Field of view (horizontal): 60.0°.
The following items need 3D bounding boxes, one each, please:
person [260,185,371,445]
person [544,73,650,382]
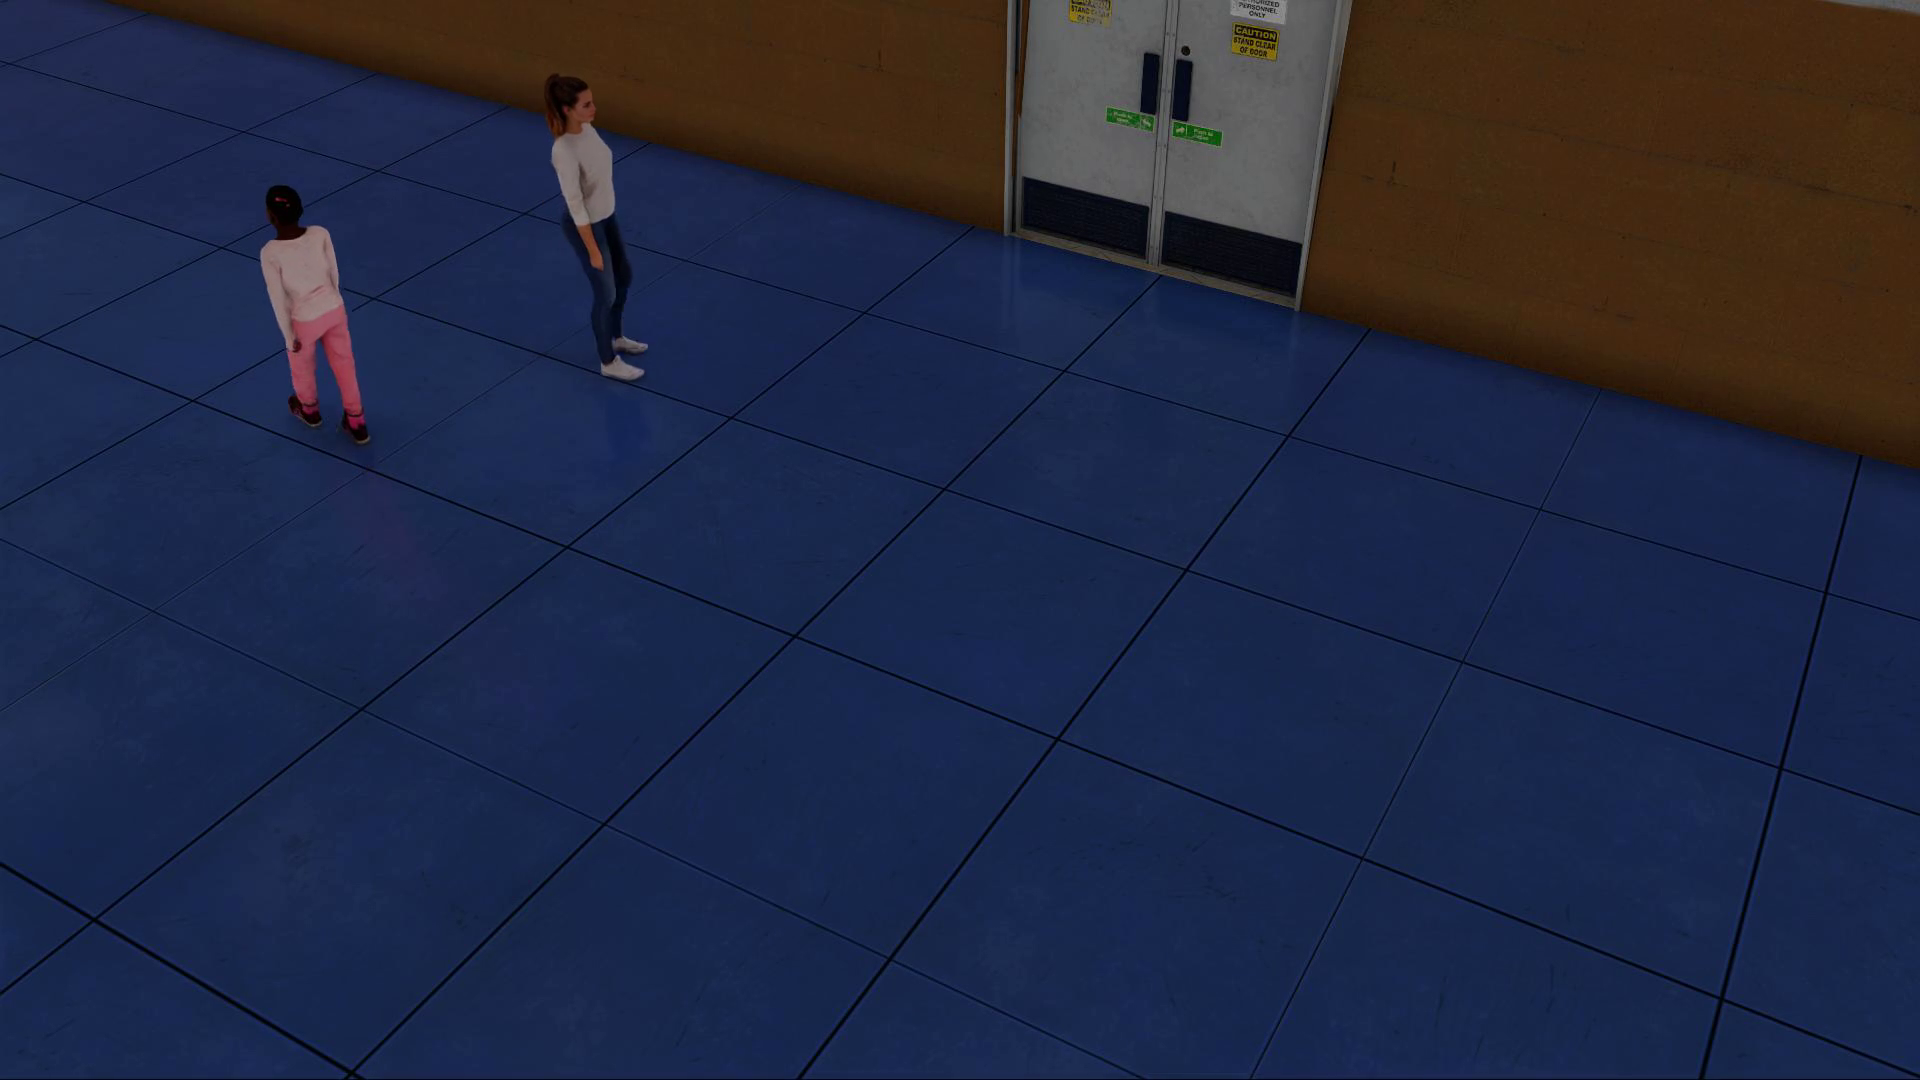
[{"bbox_3d":[-3.222,-1.117,8.388,0.805,1.431,0.764,-28,45,-32],"label":"person"},{"bbox_3d":[-2.011,-1.660,8.872,0.801,1.719,0.668,4,37,5],"label":"person"}]
